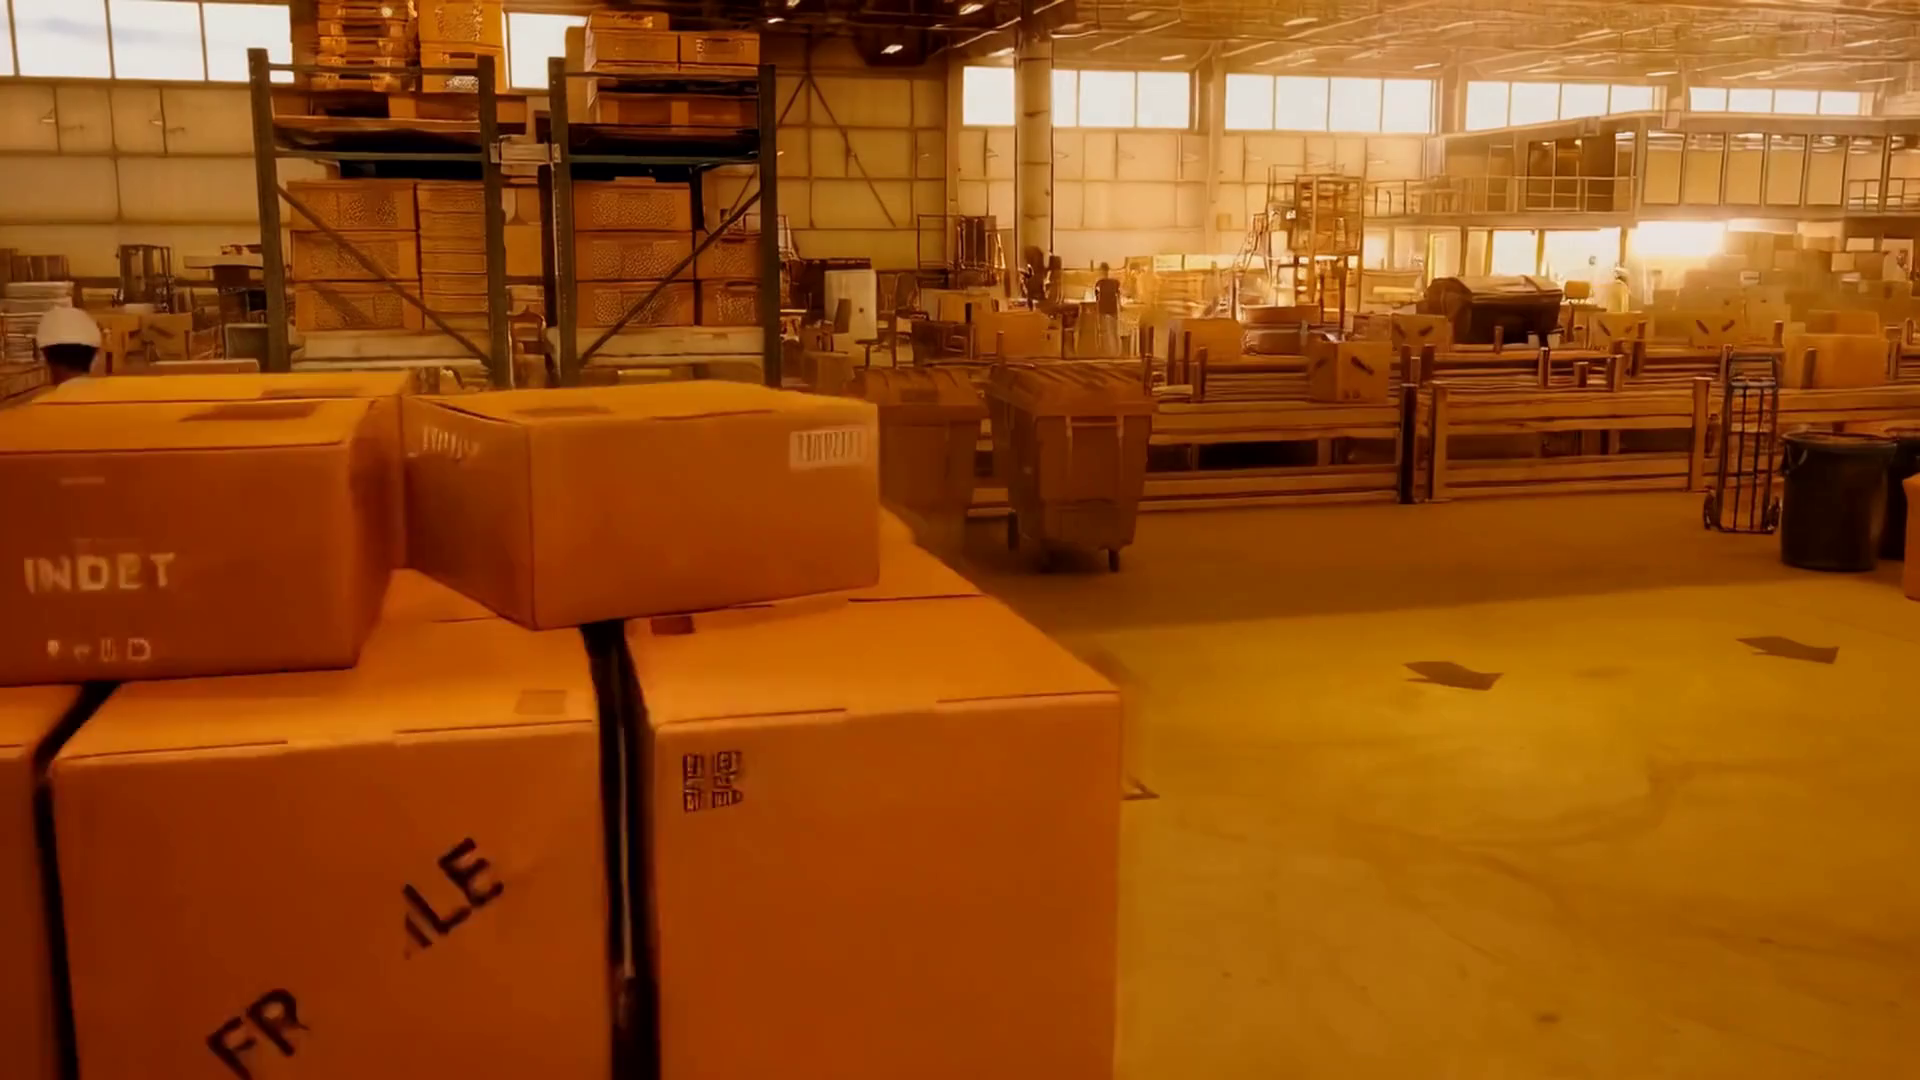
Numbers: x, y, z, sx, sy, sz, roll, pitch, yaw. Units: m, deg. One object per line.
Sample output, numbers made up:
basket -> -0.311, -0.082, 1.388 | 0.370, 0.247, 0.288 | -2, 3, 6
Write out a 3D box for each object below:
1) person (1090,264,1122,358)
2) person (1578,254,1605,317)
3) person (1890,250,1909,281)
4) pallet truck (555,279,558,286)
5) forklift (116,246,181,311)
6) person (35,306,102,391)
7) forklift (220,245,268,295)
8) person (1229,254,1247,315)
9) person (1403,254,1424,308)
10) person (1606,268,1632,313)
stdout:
person -> 2.657, -4.151, 30.496 | 0.544, 1.808, 1.003 | -3, 10, -15
person -> 18.906, -7.609, 49.857 | 0.572, 1.878, 1.005 | -5, 11, -27
person -> 23.903, -6.407, 42.649 | 0.723, 2.028, 0.612 | 5, 11, 28
pallet truck -> -10.604, -6.375, 44.520 | 0.653, 1.274, 1.630 | -3, 10, -15
forklift -> -19.966, -6.232, 40.894 | 1.157, 1.987, 2.680 | -3, 10, -15
person -> -3.385, 0.024, 6.618 | 0.971, 1.907, 0.597 | 5, 11, 26
forklift -> -17.749, -6.334, 41.440 | 1.157, 1.987, 2.680 | -3, 10, -17
person -> 8.317, -7.579, 49.688 | 0.585, 1.882, 0.344 | -3, 10, -15
person -> 15.857, -9.039, 58.005 | 1.057, 1.876, 0.609 | 9, 13, 41
person -> 11.786, -4.011, 29.909 | 0.604, 1.739, 0.546 | -6, 12, -31
